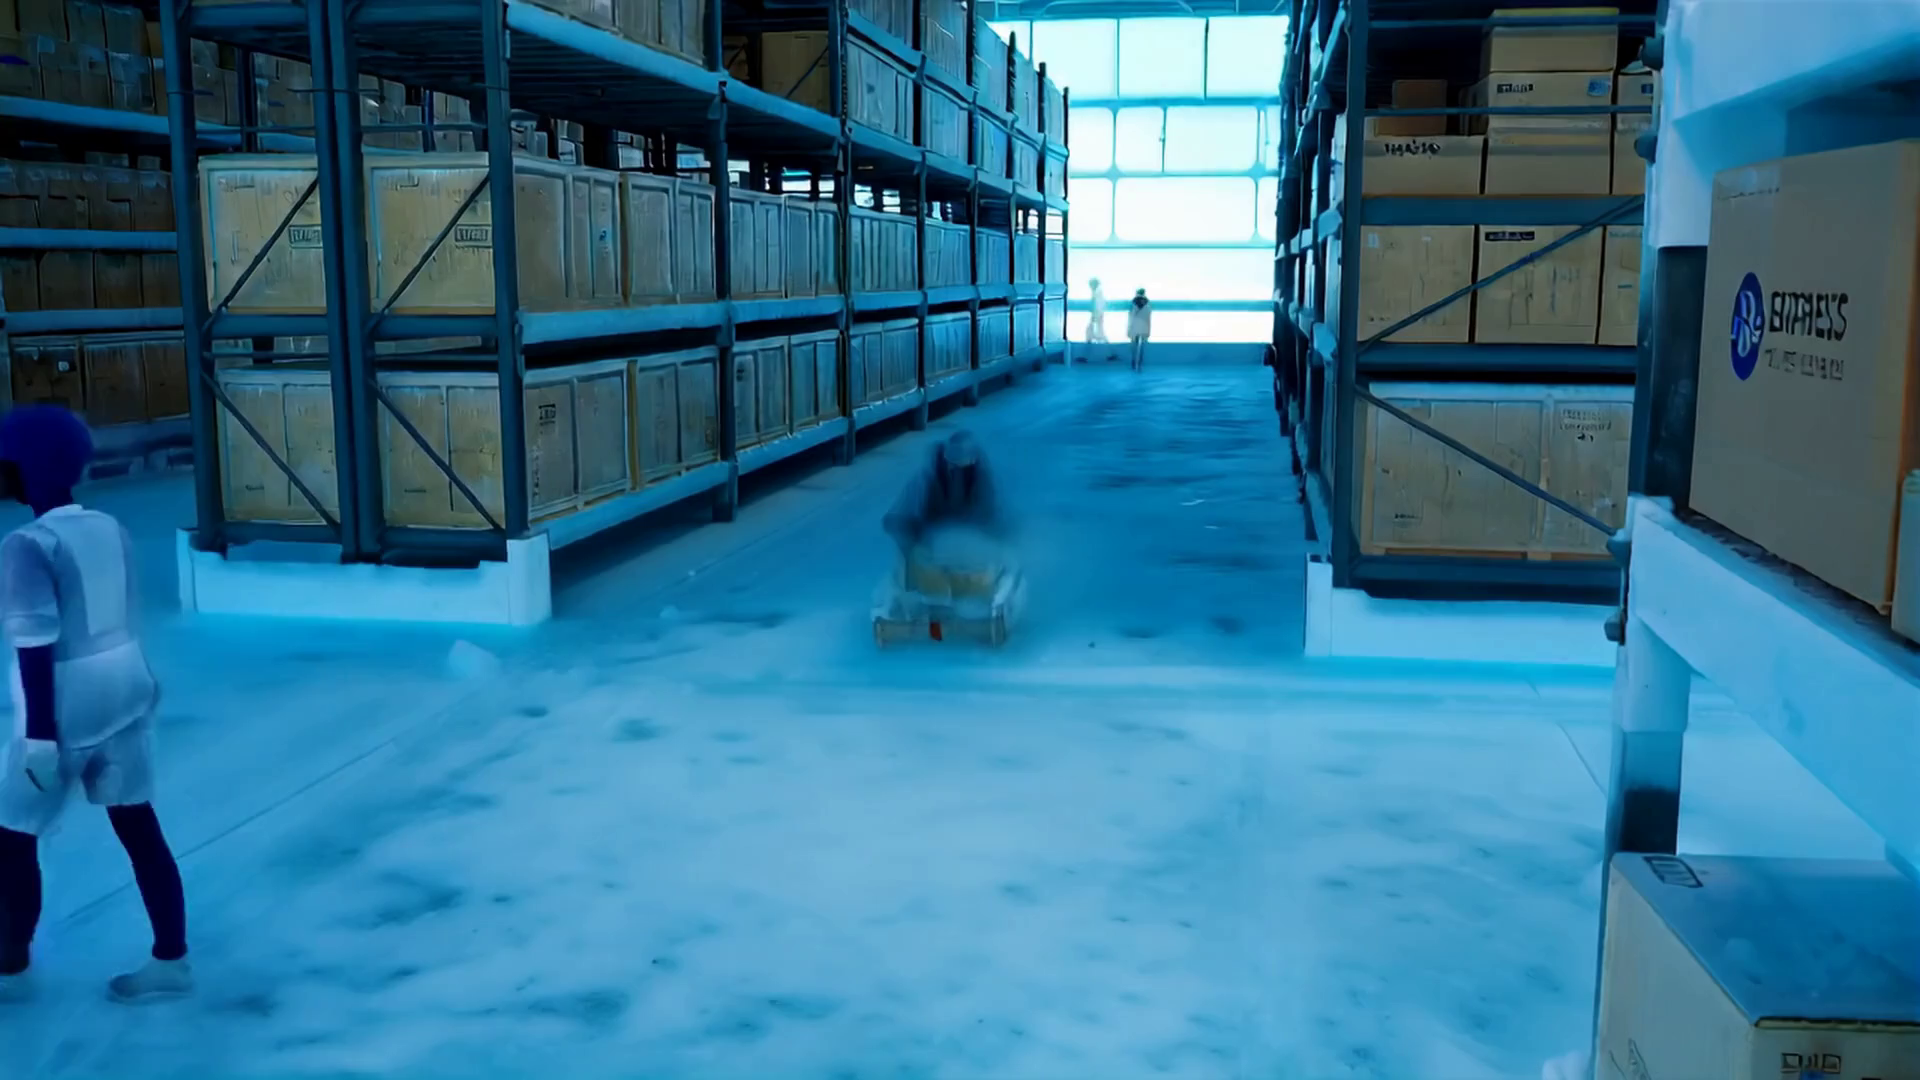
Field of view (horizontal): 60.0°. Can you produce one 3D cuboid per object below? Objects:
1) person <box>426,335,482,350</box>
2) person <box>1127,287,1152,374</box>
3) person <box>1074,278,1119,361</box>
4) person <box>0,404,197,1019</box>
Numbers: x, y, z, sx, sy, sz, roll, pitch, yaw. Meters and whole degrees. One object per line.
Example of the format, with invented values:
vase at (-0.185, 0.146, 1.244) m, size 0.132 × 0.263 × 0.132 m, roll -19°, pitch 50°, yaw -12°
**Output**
person at (-5.991, -2.096, 19.874) m, size 0.673 × 1.850 × 1.010 m, roll 0°, pitch 9°, yaw 3°
person at (3.586, -4.190, 33.251) m, size 0.482 × 1.727 × 0.425 m, roll 1°, pitch 9°, yaw 7°
person at (3.151, -5.009, 37.837) m, size 1.013 × 1.902 × 0.625 m, roll 1°, pitch 9°, yaw 7°
person at (-2.475, 0.474, 4.493) m, size 0.764 × 1.664 × 0.550 m, roll 1°, pitch 9°, yaw 5°
